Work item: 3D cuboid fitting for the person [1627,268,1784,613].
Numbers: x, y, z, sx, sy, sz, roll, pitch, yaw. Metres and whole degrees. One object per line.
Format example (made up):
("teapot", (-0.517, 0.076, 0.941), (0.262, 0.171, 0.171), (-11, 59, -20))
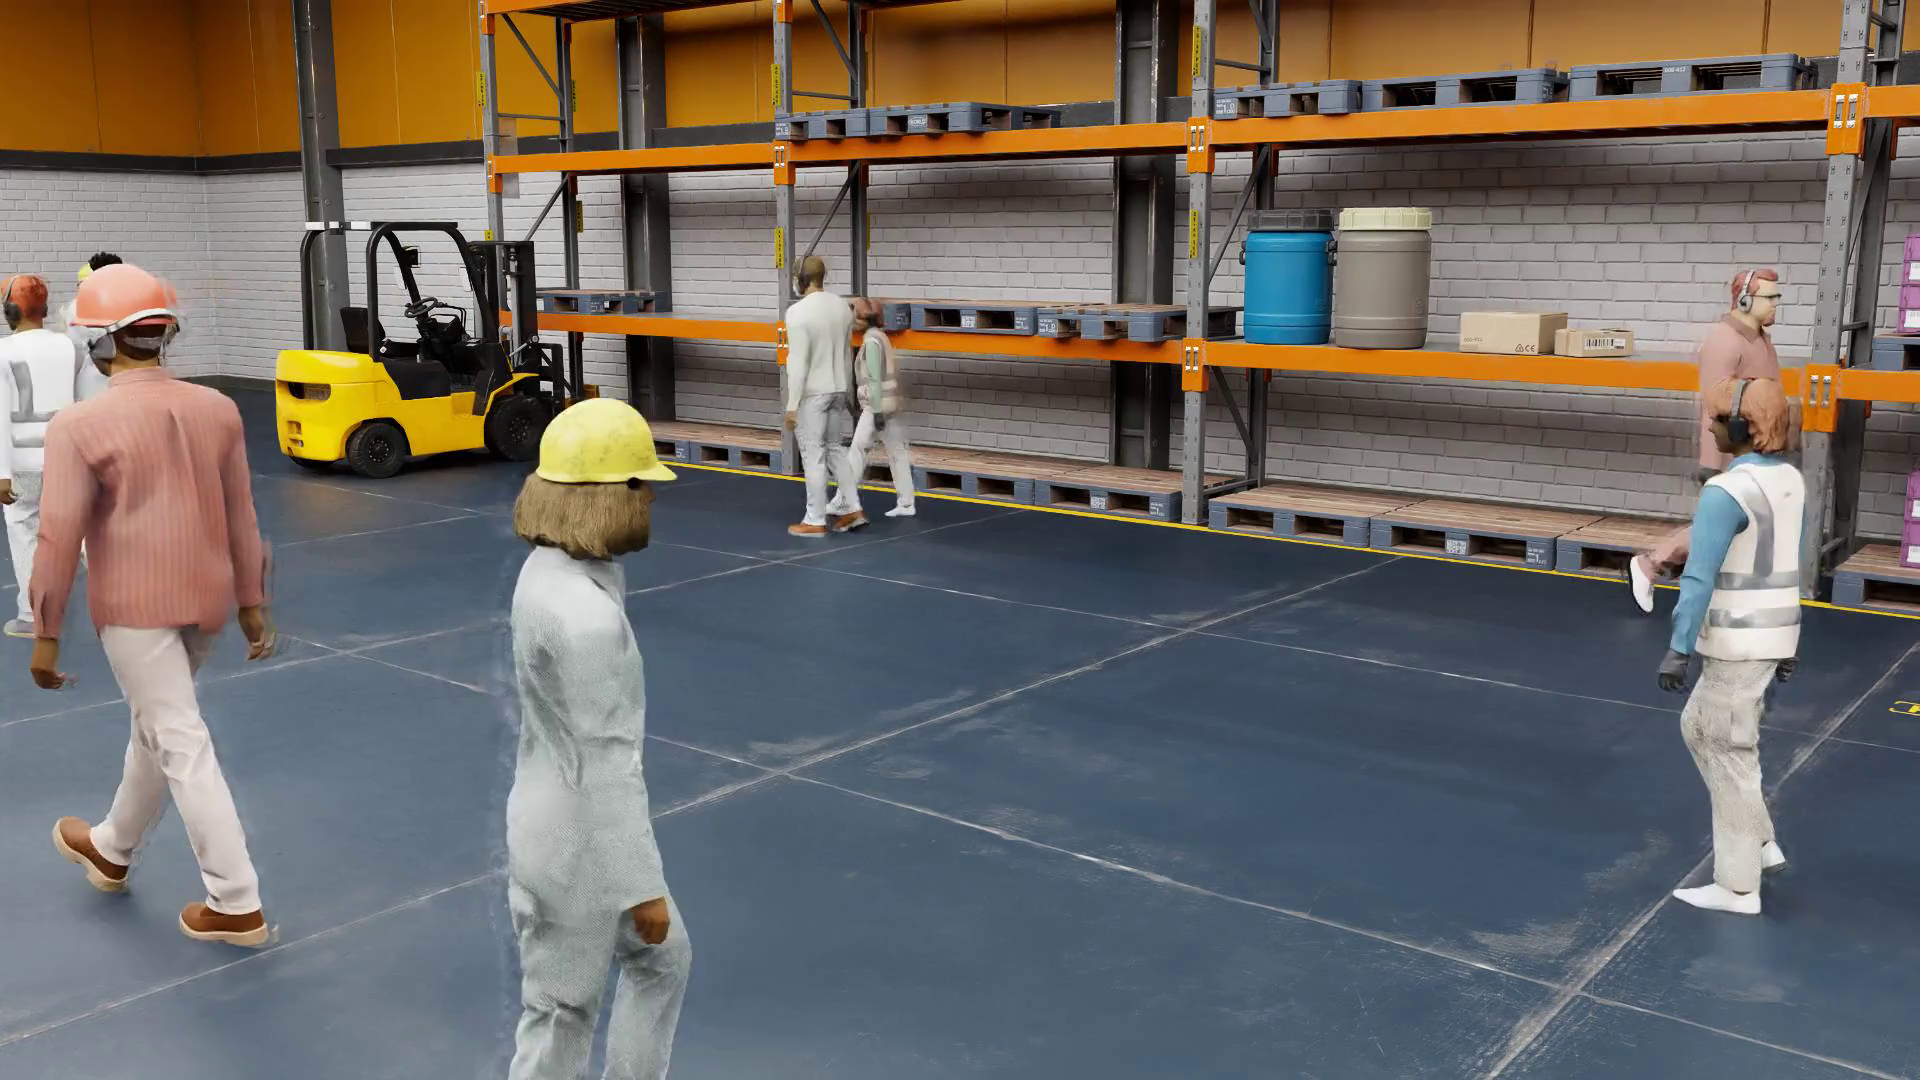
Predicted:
("person", (3.973, -0.466, 8.660), (0.736, 1.887, 0.650), (9, 13, 40))

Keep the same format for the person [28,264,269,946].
("person", (-2.424, 0.187, 4.845), (0.990, 1.942, 0.647), (4, 11, 23))

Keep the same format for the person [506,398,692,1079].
("person", (-0.672, 0.583, 3.254), (0.595, 1.720, 0.517), (-3, 11, -18))

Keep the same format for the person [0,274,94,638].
("person", (-4.540, -0.395, 8.335), (0.790, 1.860, 0.582), (4, 11, 23))

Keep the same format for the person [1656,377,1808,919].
("person", (2.317, 0.327, 4.988), (0.388, 1.624, 0.516), (10, 14, 44))

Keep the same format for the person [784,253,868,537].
("person", (-0.928, -0.967, 11.313), (0.502, 1.928, 0.648), (7, 12, 34))

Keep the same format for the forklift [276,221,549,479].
("forklift", (-4.922, -1.741, 14.854), (1.214, 2.155, 2.313), (8, 13, 38))

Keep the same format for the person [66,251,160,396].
("person", (-6.116, -1.118, 12.086), (0.614, 1.944, 0.693), (-4, 11, -20))

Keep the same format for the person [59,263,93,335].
("person", (-7.624, -1.539, 14.757), (0.613, 1.821, 0.438), (-2, 10, -13))

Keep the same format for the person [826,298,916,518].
("person", (-0.686, -0.941, 12.039), (0.779, 1.607, 0.577), (2, 10, 9))
